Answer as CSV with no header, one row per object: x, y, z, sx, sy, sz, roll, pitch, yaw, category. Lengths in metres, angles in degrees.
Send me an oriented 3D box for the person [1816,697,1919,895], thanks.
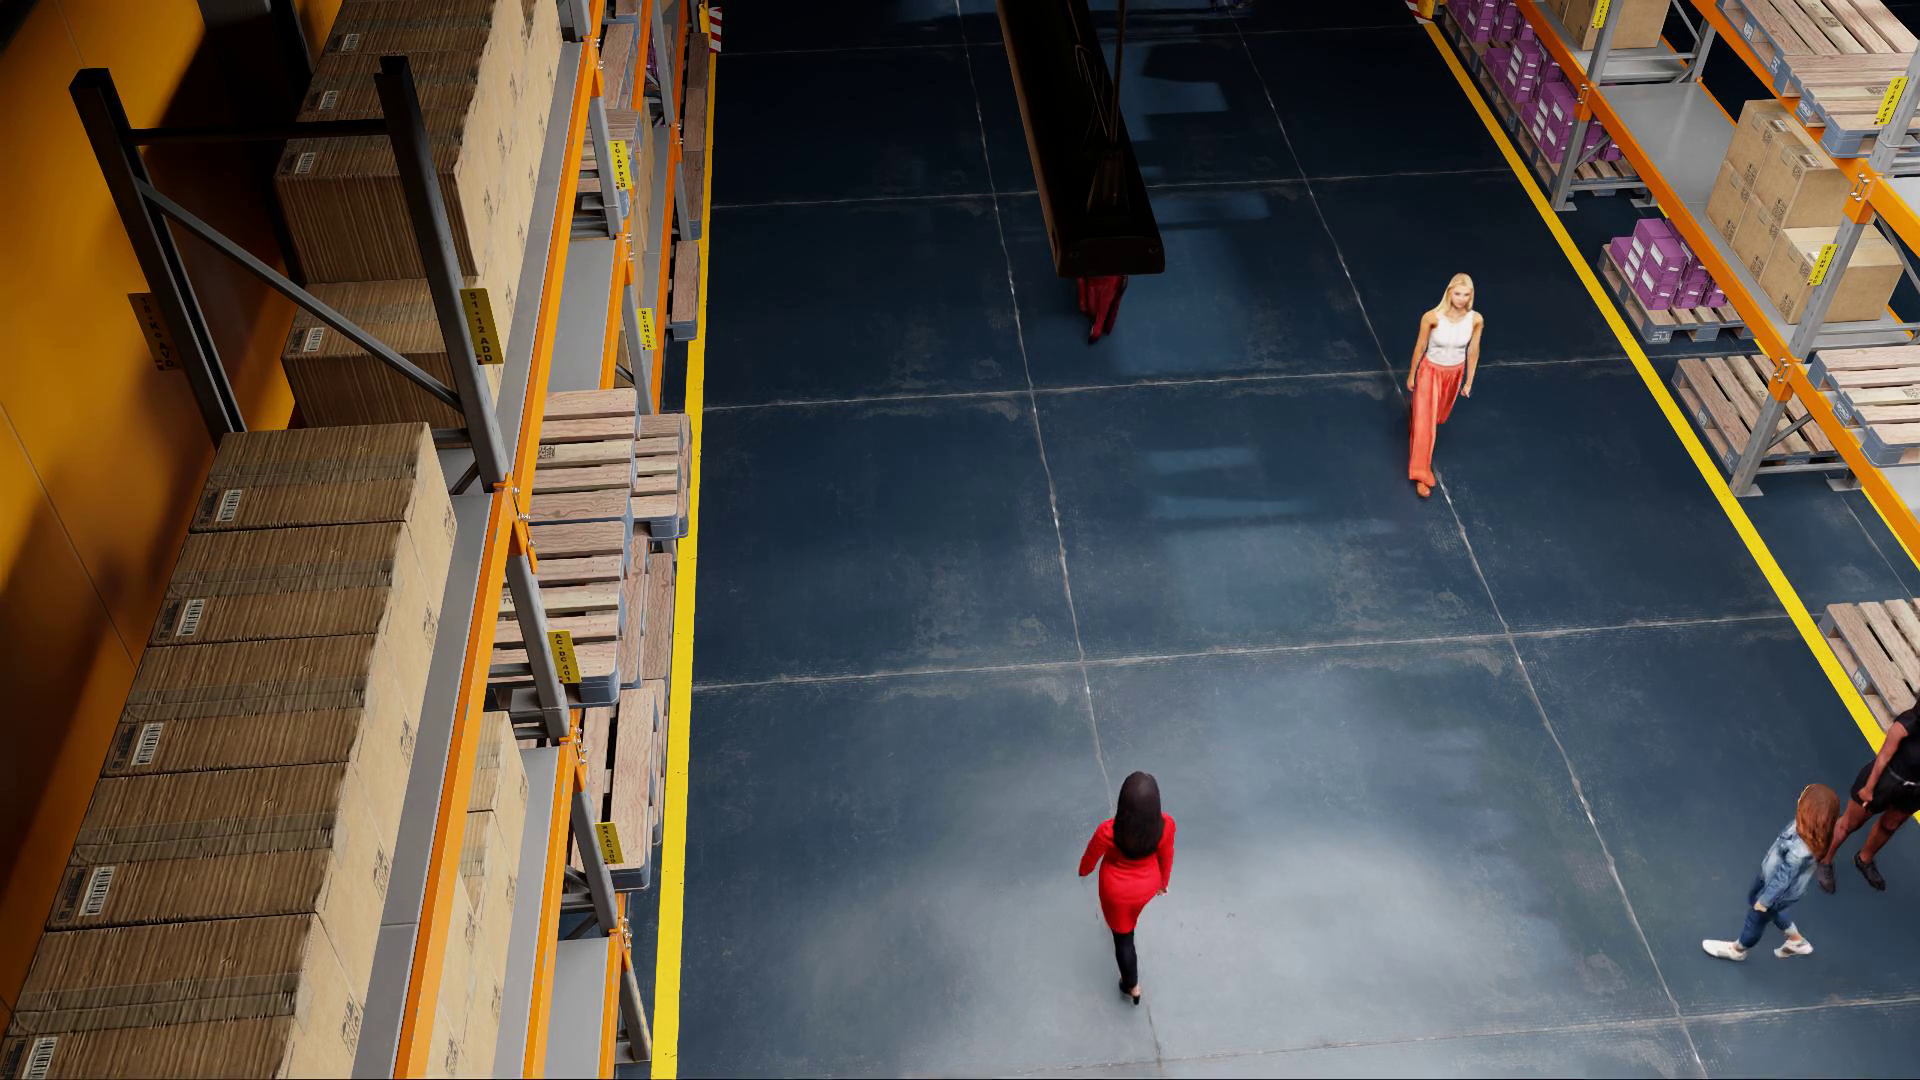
5.368,1.407,9.573,0.587,1.741,0.519,-5,44,-5,person

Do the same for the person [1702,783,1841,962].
4.642,1.916,9.239,0.857,1.465,0.827,17,46,17,person

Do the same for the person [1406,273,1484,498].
3.540,-1.252,12.339,0.710,1.774,1.163,1,44,1,person

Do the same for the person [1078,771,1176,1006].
0.941,1.952,9.017,0.727,1.719,0.949,-12,45,-12,person

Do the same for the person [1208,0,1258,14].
2.961,-6.528,17.810,0.997,1.867,1.067,-22,48,-22,person
